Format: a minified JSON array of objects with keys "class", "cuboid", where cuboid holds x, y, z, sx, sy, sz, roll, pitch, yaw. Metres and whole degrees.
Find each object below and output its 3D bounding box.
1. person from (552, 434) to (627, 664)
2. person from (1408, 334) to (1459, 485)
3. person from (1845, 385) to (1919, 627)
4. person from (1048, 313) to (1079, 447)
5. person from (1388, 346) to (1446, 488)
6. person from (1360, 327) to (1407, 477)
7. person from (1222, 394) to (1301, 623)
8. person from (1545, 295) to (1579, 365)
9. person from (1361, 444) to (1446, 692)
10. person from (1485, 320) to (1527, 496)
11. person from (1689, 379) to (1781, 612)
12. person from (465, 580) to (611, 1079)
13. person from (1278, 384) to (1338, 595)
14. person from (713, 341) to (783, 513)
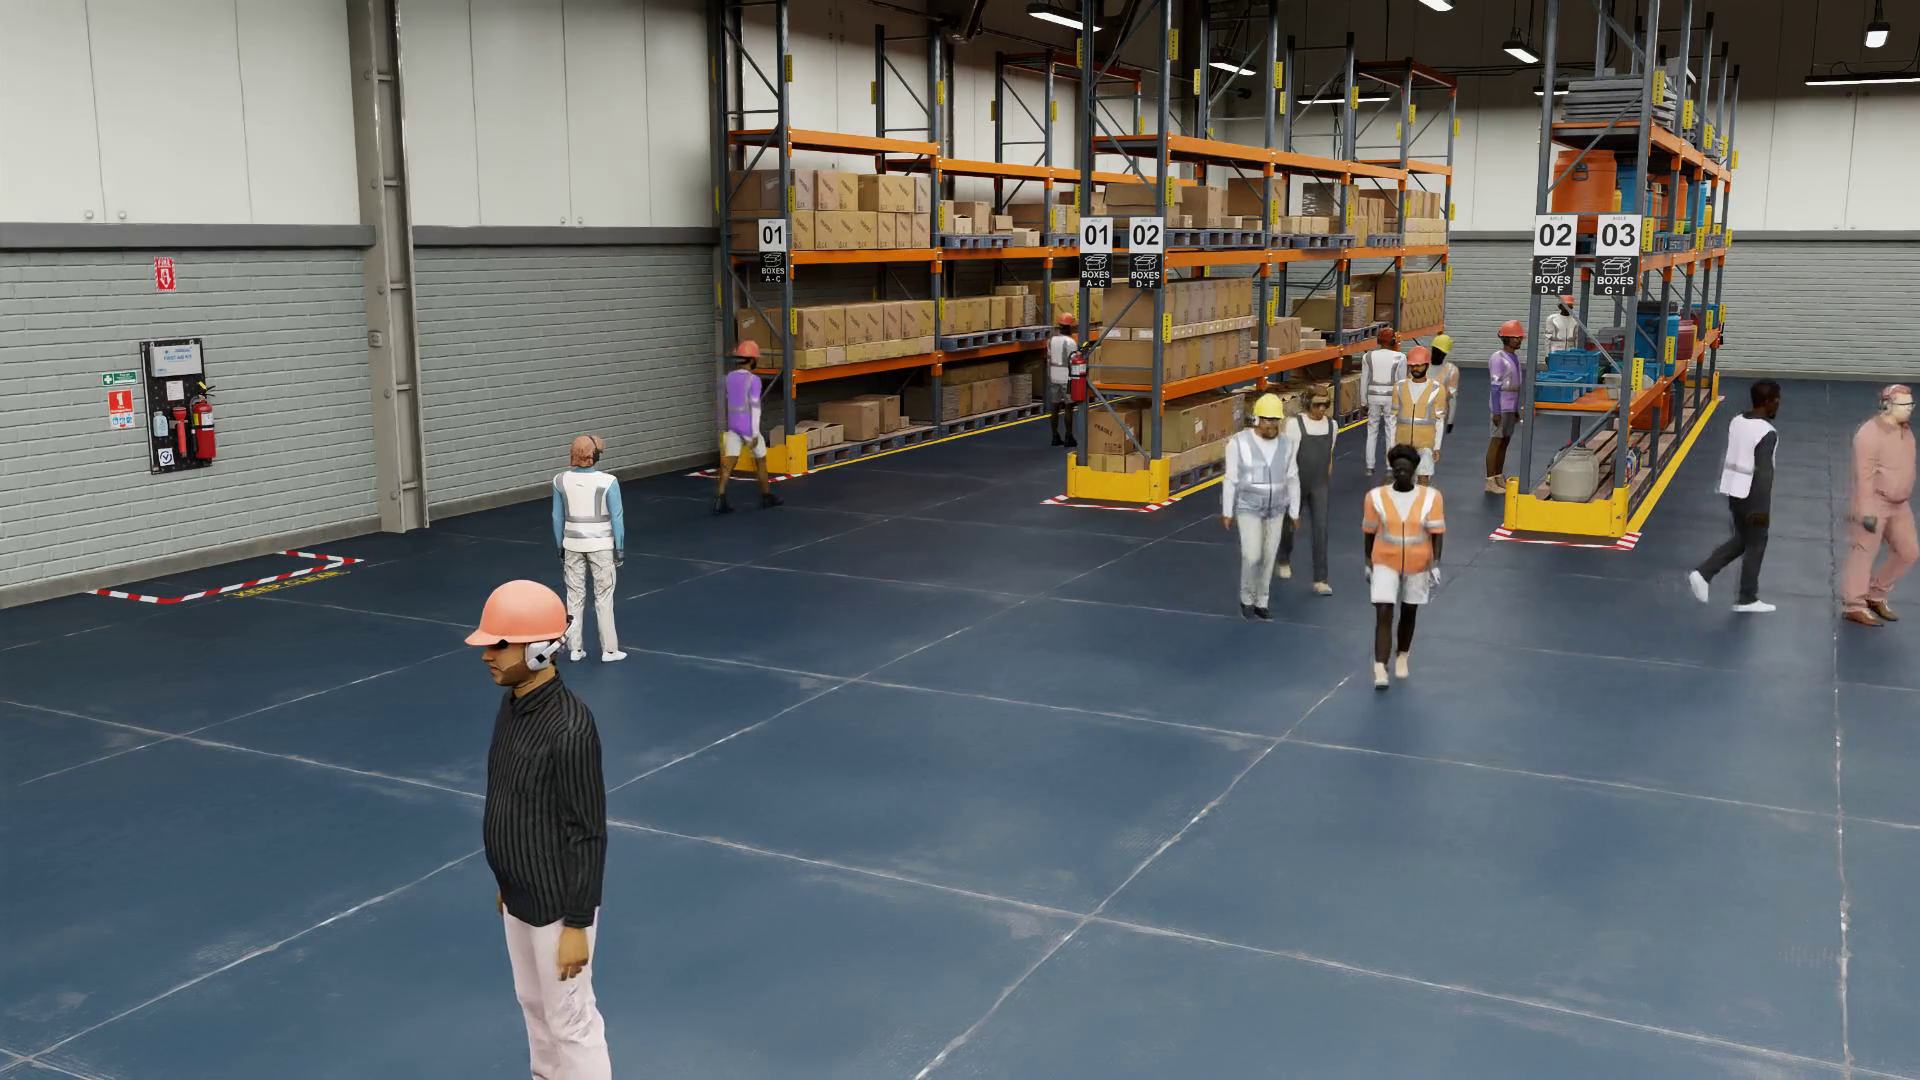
[{"class":"person","cuboid":[-2.630,0.069,11.808,0.525,1.639,0.307,2,11,10]},{"class":"person","cuboid":[5.557,-1.489,19.617,0.611,1.887,0.548,5,11,24]},{"class":"person","cuboid":[7.171,-0.258,12.908,0.641,1.893,0.448,-5,12,-26]},{"class":"person","cuboid":[1.495,-2.292,23.926,0.387,1.924,0.572,-9,14,-41]},{"class":"person","cuboid":[4.572,-0.980,16.709,0.542,1.939,0.364,5,12,27]},{"class":"person","cuboid":[5.344,-1.737,20.988,0.585,1.882,0.337,5,12,26]},{"class":"person","cuboid":[2.368,-0.235,12.963,0.615,1.813,0.477,-3,11,-14]},{"class":"person","cuboid":[10.359,-3.213,28.589,0.607,2.048,0.370,0,10,-3]},{"class":"person","cuboid":[2.962,0.184,11.140,0.540,1.645,0.857,2,11,11]},{"class":"person","cuboid":[6.424,-1.552,19.542,0.378,2.045,0.605,9,14,39]},{"class":"person","cuboid":[6.299,-0.348,13.359,0.582,1.903,0.623,0,10,-3]},{"class":"person","cuboid":[-1.309,1.101,5.206,0.381,1.994,0.621,-8,13,-36]},{"class":"person","cuboid":[2.990,-0.471,14.383,0.520,1.797,1.003,-2,11,-10]},{"class":"person","cuboid":[-2.380,-1.241,18.289,0.562,1.898,0.980,7,13,34]}]
